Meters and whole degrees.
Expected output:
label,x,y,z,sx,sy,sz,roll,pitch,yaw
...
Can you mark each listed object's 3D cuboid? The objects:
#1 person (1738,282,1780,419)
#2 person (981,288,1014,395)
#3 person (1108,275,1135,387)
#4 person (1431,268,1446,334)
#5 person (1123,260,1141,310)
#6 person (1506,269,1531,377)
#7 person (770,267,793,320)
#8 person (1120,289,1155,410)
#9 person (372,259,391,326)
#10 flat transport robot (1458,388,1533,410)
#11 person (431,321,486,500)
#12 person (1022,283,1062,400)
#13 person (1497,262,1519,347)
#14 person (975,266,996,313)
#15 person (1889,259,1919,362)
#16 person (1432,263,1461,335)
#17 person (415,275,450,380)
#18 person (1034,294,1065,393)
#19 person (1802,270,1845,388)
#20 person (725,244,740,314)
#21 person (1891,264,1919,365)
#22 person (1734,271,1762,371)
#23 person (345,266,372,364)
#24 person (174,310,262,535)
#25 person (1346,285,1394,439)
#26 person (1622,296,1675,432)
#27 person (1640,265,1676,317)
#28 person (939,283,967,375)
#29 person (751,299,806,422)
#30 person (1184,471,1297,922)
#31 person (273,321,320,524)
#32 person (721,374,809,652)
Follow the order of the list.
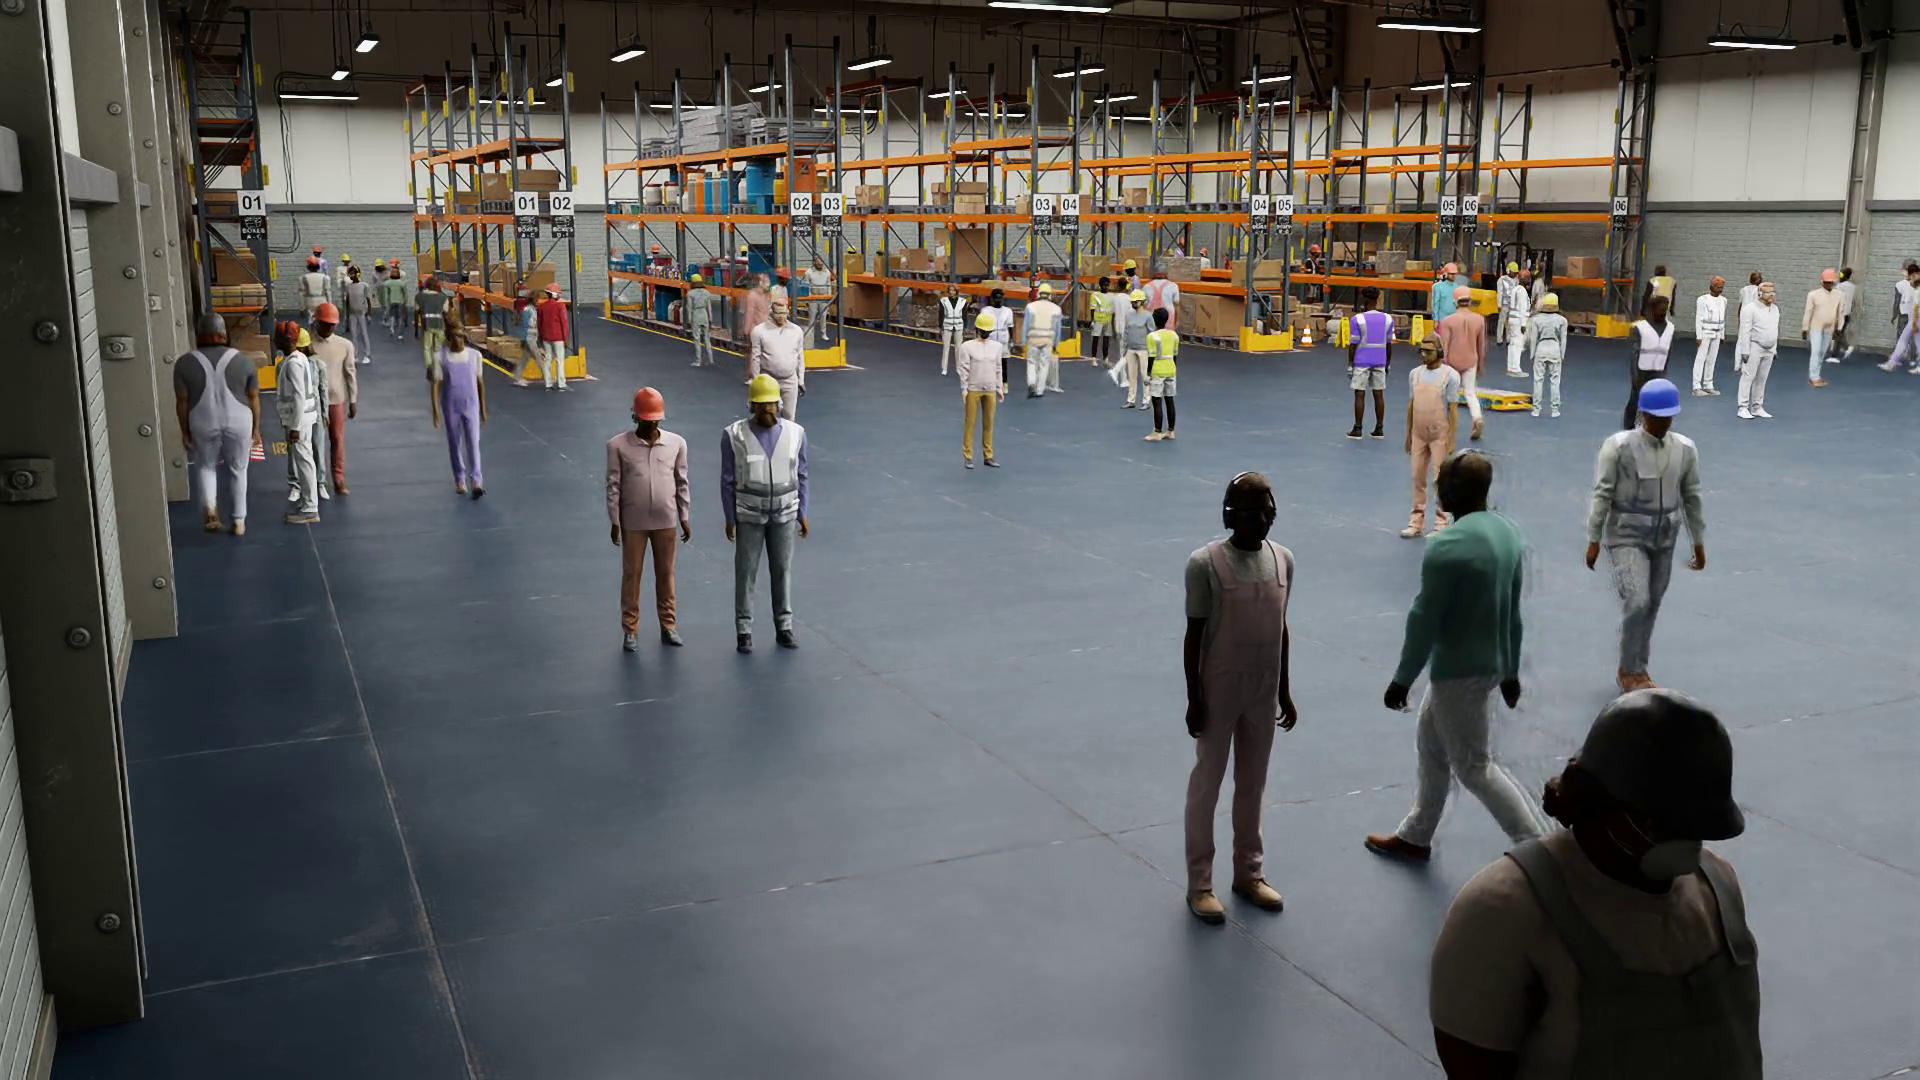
label,x,y,z,sx,sy,sz,roll,pitch,yaw
person,11.255,-2.658,23.378,0.639,1.910,0.406,-5,12,-23
person,0.594,-3.149,26.421,0.537,1.697,0.318,-1,11,-5
person,2.684,-3.427,27.418,0.619,1.855,0.538,-9,15,-40
person,10.057,-4.792,34.611,0.562,1.753,0.327,-5,12,-23
person,3.520,-4.788,34.175,0.382,1.920,0.585,-1,11,-4
person,9.872,-3.821,29.346,0.353,1.886,0.572,1,11,4
person,-3.283,-3.970,30.036,0.593,1.908,0.578,3,11,14
person,2.603,-2.786,24.388,0.530,1.767,0.328,10,15,41
person,-14.704,-6.278,42.314,0.487,1.697,0.905,1,11,6
flat transport robot,7.870,-2.111,24.773,0.652,0.197,1.431,-6,12,-26
person,-5.059,-1.310,16.817,0.537,1.790,0.972,-5,12,-22
person,1.256,-3.054,25.663,0.612,1.802,0.461,0,11,-2
person,11.823,-5.060,35.803,0.588,1.823,0.403,-5,12,-23
person,0.618,-6.206,41.443,0.596,1.898,0.452,-4,12,-18
person,18.630,-4.529,32.550,0.604,2.000,0.873,4,12,21
person,8.651,-3.912,29.526,0.611,1.996,0.378,-5,12,-23
person,-8.969,-3.582,28.295,0.595,1.817,0.561,-4,12,-20
person,1.393,-3.124,26.470,0.540,1.610,0.677,-9,14,-39
person,14.352,-3.518,27.691,0.635,1.954,0.709,0,11,-1
person,-6.600,-7.464,47.591,0.618,1.984,1.068,-6,13,-29
person,17.999,-4.265,31.532,0.587,1.913,0.391,3,12,15
person,14.376,-3.967,30.228,0.350,1.838,0.501,-8,14,-36
person,-11.543,-4.310,31.893,0.521,1.864,0.335,1,11,6
person,-6.584,-1.041,14.820,0.690,2.000,0.561,-5,12,-22
person,5.223,-2.260,21.231,0.607,1.957,0.364,-2,11,-12
person,8.479,-2.039,20.343,0.615,1.861,1.028,-3,11,-14
person,14.602,-4.860,34.877,0.645,1.788,0.969,-2,11,-11
person,-0.121,-3.754,29.640,0.515,1.636,0.315,-1,11,-6
person,-2.077,-1.819,19.134,0.639,1.903,0.407,-5,12,-23
person,1.149,0.632,6.814,0.504,1.847,0.344,-5,12,-23
person,-6.187,-1.097,15.507,0.356,1.883,0.573,-4,12,-19
person,-1.276,-0.180,10.975,0.591,1.834,0.404,-4,12,-18
